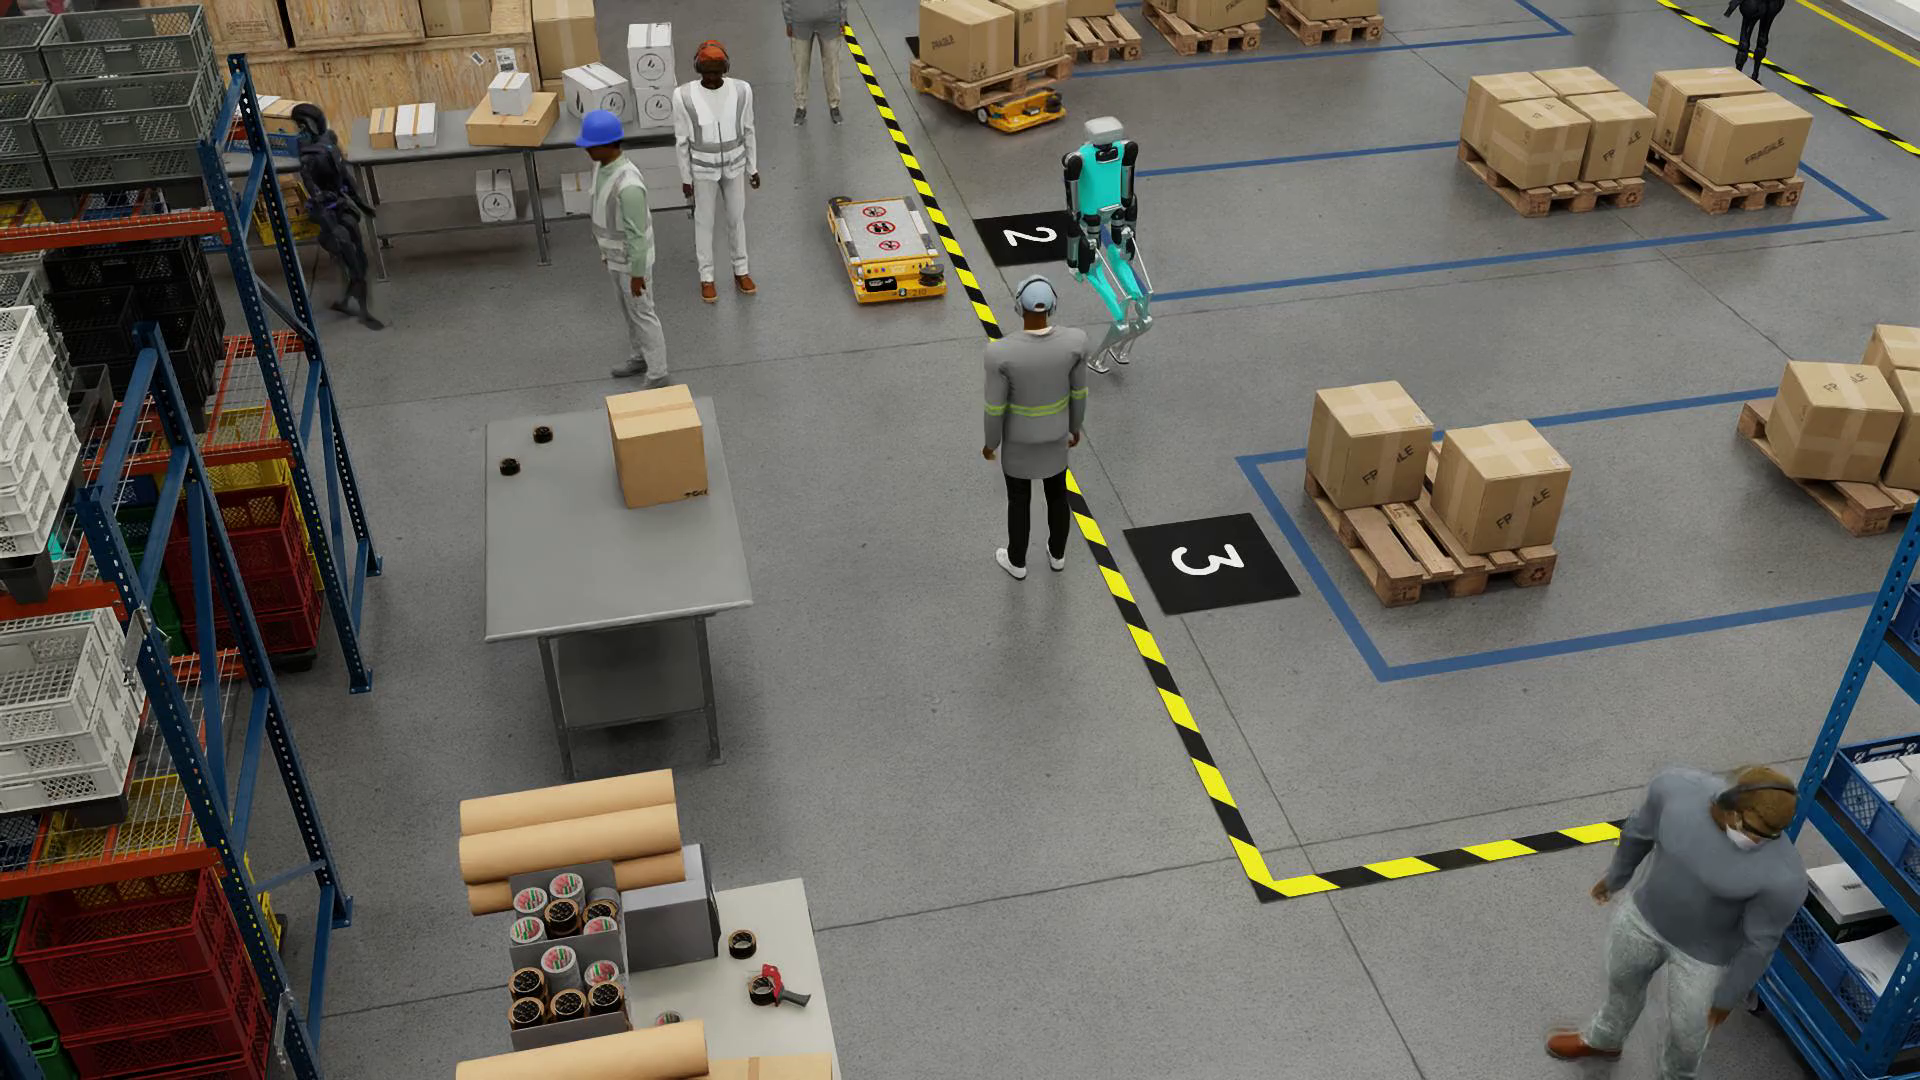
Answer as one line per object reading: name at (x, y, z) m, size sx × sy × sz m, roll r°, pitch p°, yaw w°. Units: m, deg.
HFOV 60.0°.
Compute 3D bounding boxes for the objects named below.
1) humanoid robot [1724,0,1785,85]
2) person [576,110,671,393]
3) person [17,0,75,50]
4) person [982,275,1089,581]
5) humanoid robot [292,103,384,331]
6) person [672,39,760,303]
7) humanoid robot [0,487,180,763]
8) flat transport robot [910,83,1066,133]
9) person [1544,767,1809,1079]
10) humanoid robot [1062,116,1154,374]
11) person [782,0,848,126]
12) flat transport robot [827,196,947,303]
humanoid robot at (7.197, -4.891, 14.939) m, size 0.599 × 1.653 × 0.315 m, roll -15°, pitch 39°, yaw -19°
person at (-2.142, -1.815, 10.597) m, size 0.411 × 1.941 × 0.612 m, roll -18°, pitch 40°, yaw -22°
person at (-7.788, -4.452, 14.234) m, size 0.403 × 1.825 × 0.597 m, roll -27°, pitch 44°, yaw -31°
person at (0.398, -0.604, 9.039) m, size 0.587 × 1.853 × 0.390 m, roll -9°, pitch 38°, yaw -12°
humanoid robot at (-4.262, -2.211, 11.380) m, size 0.386 × 1.665 × 0.602 m, roll 3°, pitch 37°, yaw 4°
person at (-1.693, -2.589, 11.679) m, size 0.572 × 1.886 × 0.358 m, roll -13°, pitch 39°, yaw -17°
humanoid robot at (-4.009, 0.364, 7.722) m, size 0.735 × 1.677 × 0.533 m, roll 7°, pitch 37°, yaw 9°
flat transport robot at (0.241, -4.043, 14.964) m, size 0.652 × 0.197 × 1.431 m, roll -26°, pitch 44°, yaw -30°
person at (2.709, 1.471, 6.218) m, size 0.378 × 1.903 × 0.702 m, roll -19°, pitch 41°, yaw -23°
humanoid robot at (1.009, -1.817, 10.654) m, size 0.533 × 1.675 × 0.735 m, roll -19°, pitch 41°, yaw -23°
person at (-1.236, -4.435, 14.262) m, size 0.564 × 1.760 × 0.407 m, roll -3°, pitch 37°, yaw -4°
flat transport robot at (-0.570, -2.220, 12.538) m, size 0.659 × 0.231 × 1.431 m, roll -8°, pitch 37°, yaw -10°
